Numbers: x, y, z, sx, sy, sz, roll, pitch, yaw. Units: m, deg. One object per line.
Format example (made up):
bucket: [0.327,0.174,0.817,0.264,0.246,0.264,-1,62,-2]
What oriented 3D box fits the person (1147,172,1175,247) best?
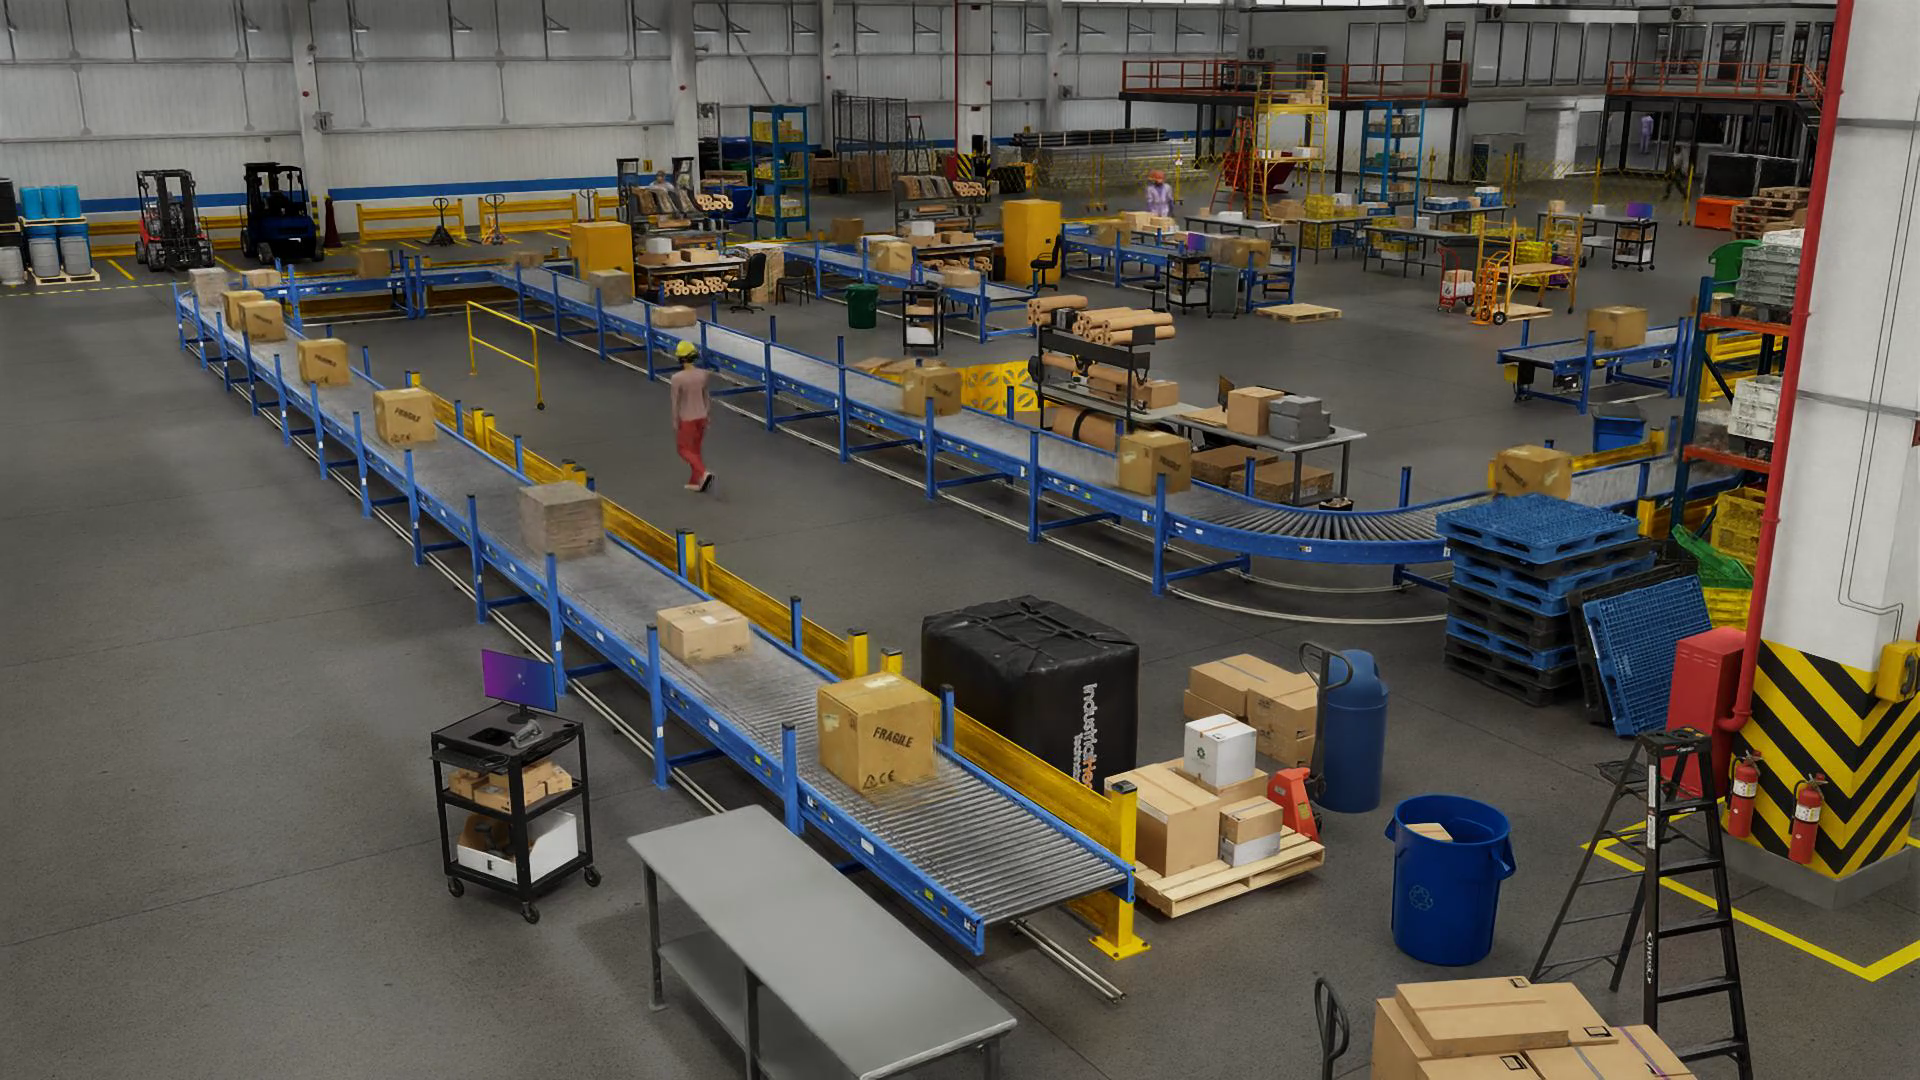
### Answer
person: [4.834,-7.876,39.999,0.672,1.956,1.093,1,17,4]

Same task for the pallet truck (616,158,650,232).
pallet truck: [-8.918,-9.176,44.255,0.823,1.965,1.885,-9,19,-27]

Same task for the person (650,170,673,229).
person: [-7.446,-8.318,41.621,0.646,1.872,0.914,6,18,20]

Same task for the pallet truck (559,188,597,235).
pallet truck: [-10.010,-8.652,43.699,0.653,1.274,1.630,-10,20,-31]

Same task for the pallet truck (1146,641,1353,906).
pallet truck: [1.664,1.407,10.232,1.630,1.274,0.653,-10,20,-31]

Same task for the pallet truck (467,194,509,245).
pallet truck: [-11.983,-8.177,42.137,0.704,1.261,1.522,-11,20,-33]

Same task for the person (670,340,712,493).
person: [-2.980,-1.361,18.682,0.527,1.753,0.556,-16,23,-42]

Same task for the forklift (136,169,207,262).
forklift: [-17.842,-7.318,37.559,1.157,1.987,2.680,-10,20,-31]

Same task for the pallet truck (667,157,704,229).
pallet truck: [-7.586,-9.308,44.692,0.823,1.965,1.885,-11,20,-33]

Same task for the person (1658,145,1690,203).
person: [22.711,-11.585,52.600,0.937,1.812,0.520,9,19,28]

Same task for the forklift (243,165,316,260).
forklift: [-15.898,-7.669,38.708,1.157,1.987,2.680,-11,20,-33]

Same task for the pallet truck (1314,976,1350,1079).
pallet truck: [2.299,2.390,7.086,1.601,1.201,0.680,-2,17,-7]

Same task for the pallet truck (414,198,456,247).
pallet truck: [-13.250,-8.060,41.856,0.680,1.201,1.601,-10,20,-31]

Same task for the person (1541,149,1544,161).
person: [21.825,-14.476,62.495,0.504,1.632,0.269,10,19,30]
